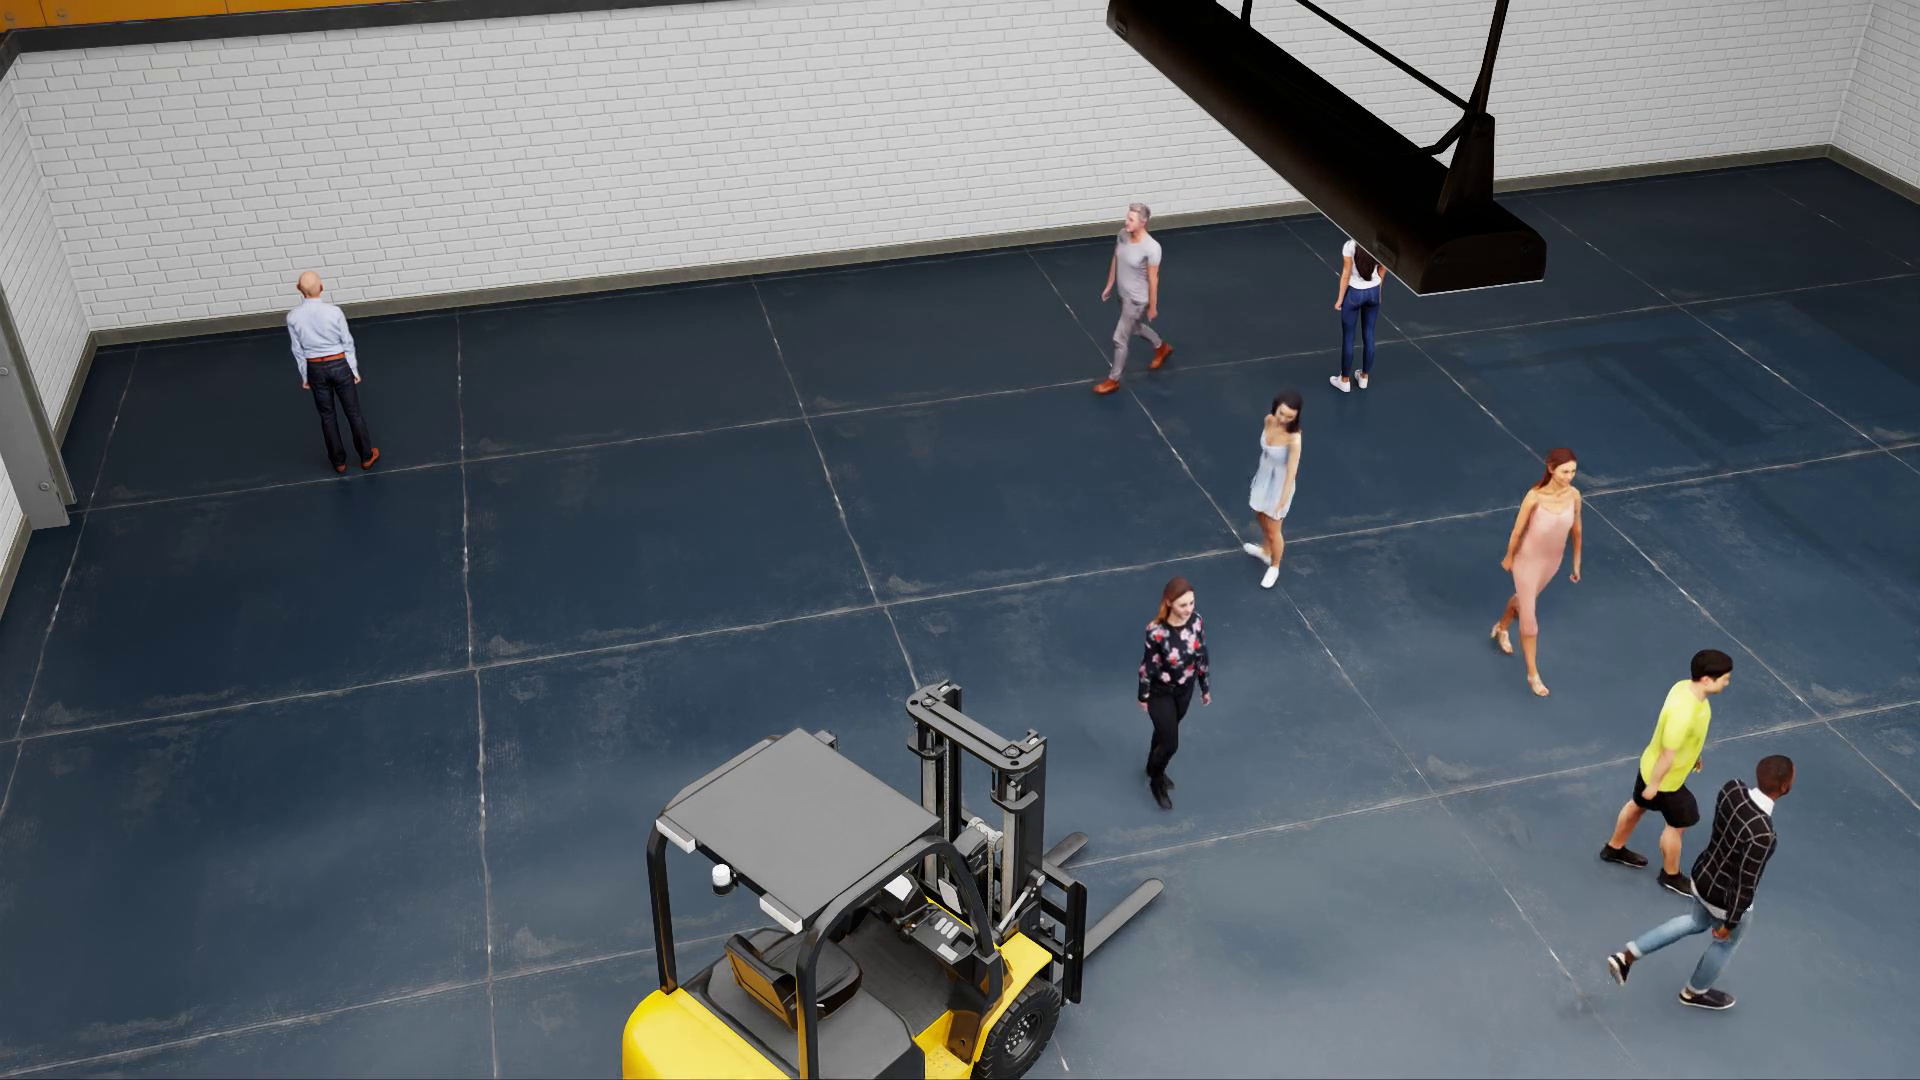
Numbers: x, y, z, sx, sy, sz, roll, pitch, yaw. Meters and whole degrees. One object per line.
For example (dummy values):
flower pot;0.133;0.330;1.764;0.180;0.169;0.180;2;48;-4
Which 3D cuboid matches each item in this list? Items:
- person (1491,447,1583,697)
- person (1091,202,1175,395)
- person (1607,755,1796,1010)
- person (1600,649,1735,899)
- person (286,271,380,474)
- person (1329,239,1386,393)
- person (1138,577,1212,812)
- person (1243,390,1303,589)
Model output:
person;3.955;0.112;11.543;0.616;1.792;1.078;-7;34;-11
person;1.641;-2.213;15.035;0.970;1.798;1.205;-16;37;-23
person;3.979;1.873;8.889;0.871;1.796;0.988;-2;34;-3
person;4.098;1.319;9.821;0.946;1.686;0.912;13;36;19
person;-5.231;-1.391;13.805;0.632;1.791;0.550;-7;34;-11
person;3.624;-2.177;15.001;0.584;1.776;0.511;-7;34;-11
person;1.270;0.890;10.484;0.680;1.667;0.735;-22;39;-29
person;2.369;-0.427;12.434;0.871;1.702;0.599;-7;34;-10
